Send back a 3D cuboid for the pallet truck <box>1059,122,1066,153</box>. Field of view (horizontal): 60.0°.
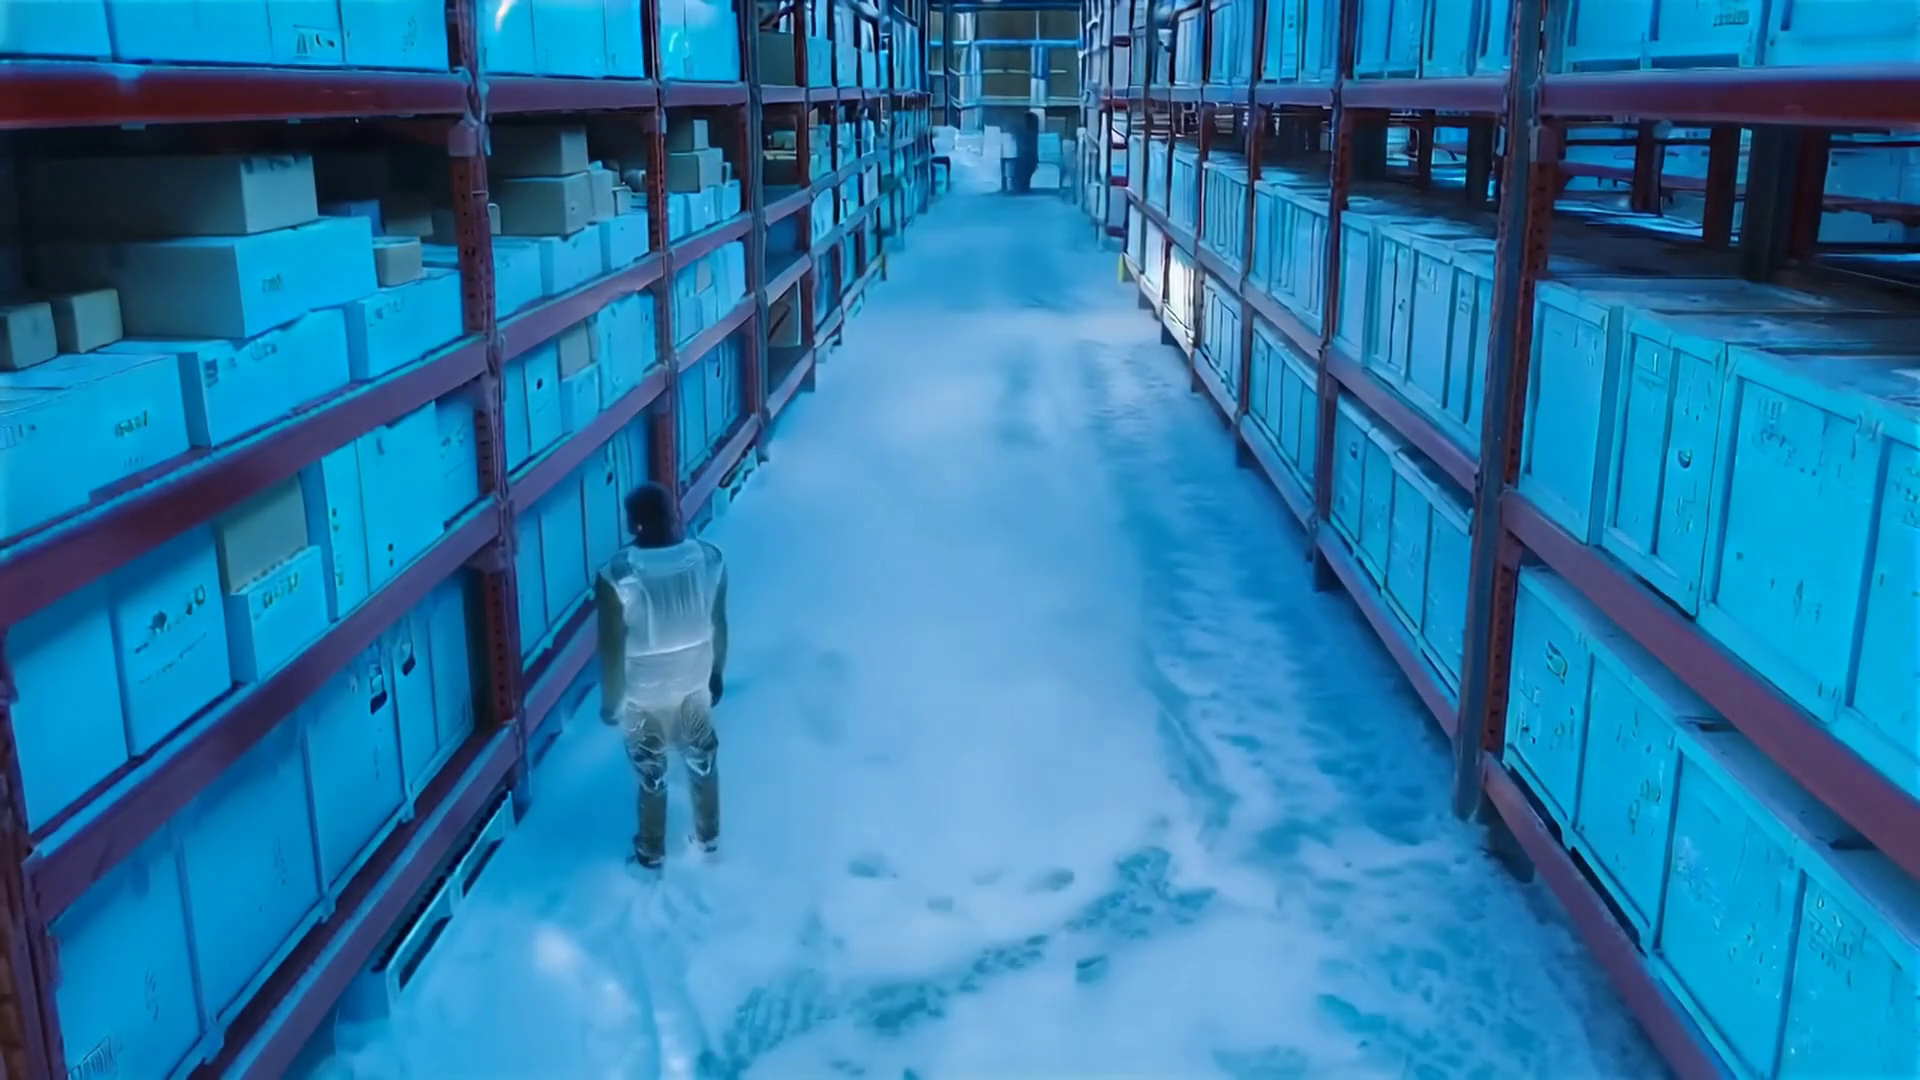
[{"bbox_3d":[5.788,-21.111,88.014,1.885,1.965,0.823,5,16,18],"label":"pallet truck"}]

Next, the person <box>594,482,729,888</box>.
[{"bbox_3d":[-1.327,0.641,7.387,0.624,1.840,0.429,-10,18,-33],"label":"person"}]

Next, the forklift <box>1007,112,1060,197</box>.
[{"bbox_3d":[2.404,-13.152,56.726,1.873,2.768,1.129,-3,15,-12],"label":"forklift"}]

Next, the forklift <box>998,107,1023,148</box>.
[{"bbox_3d":[2.116,-19.879,81.755,1.873,2.768,1.129,2,15,8],"label":"forklift"}]

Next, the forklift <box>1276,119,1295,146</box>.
[{"bbox_3d":[8.490,-9.603,43.520,1.873,2.768,1.129,0,15,2],"label":"forklift"}]

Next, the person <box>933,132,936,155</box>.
[{"bbox_3d":[-1.565,-19.715,82.989,0.903,1.903,0.665,0,15,1],"label":"person"}]
